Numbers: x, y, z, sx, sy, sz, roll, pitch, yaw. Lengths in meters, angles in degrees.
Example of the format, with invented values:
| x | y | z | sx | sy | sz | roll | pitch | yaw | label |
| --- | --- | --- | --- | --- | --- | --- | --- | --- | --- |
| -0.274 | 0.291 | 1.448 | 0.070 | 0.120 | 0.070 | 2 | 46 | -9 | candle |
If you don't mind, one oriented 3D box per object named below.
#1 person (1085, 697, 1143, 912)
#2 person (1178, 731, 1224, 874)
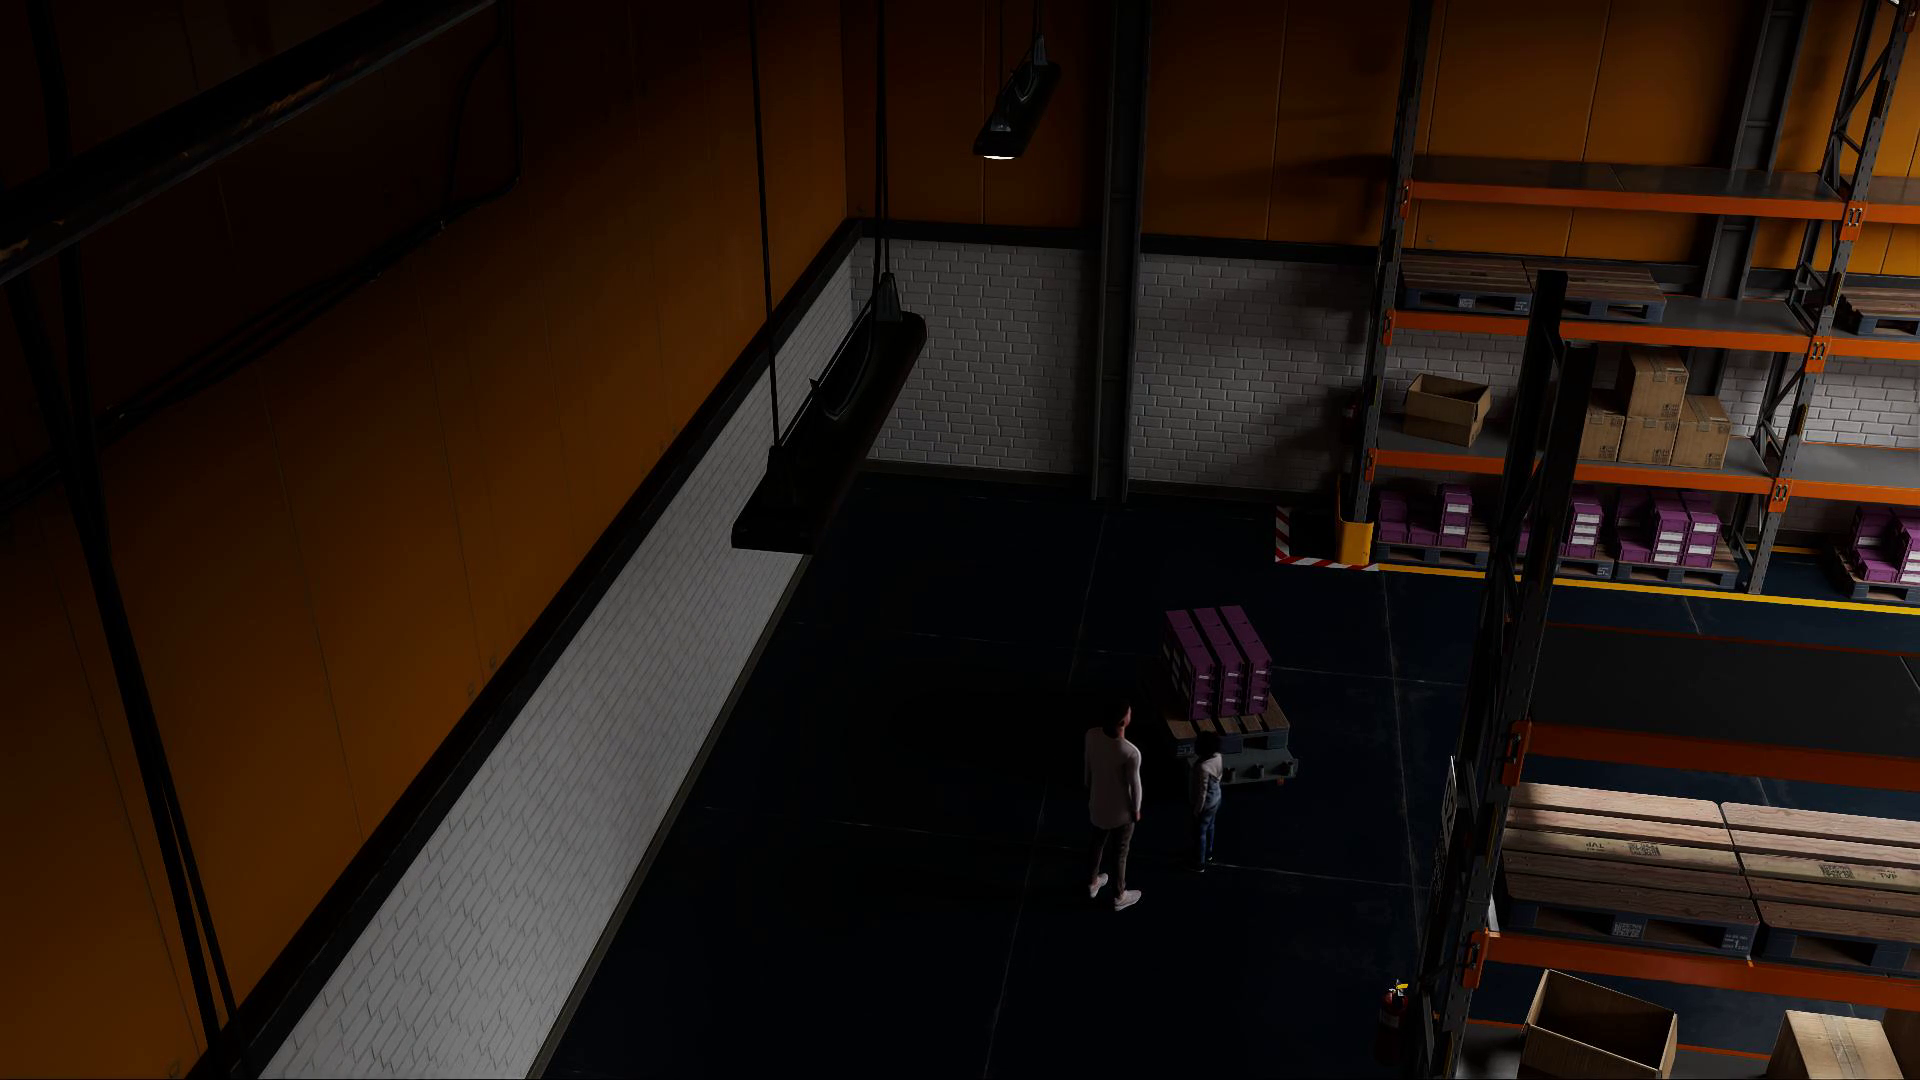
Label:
| x | y | z | sx | sy | sz | roll | pitch | yaw | label |
| --- | --- | --- | --- | --- | --- | --- | --- | --- | --- |
| 1.147 | 1.956 | 12.500 | 0.695 | 1.839 | 0.806 | 24 | 37 | 37 | person |
| 1.907 | 2.022 | 12.983 | 0.580 | 1.261 | 0.554 | 17 | 33 | 28 | person |
